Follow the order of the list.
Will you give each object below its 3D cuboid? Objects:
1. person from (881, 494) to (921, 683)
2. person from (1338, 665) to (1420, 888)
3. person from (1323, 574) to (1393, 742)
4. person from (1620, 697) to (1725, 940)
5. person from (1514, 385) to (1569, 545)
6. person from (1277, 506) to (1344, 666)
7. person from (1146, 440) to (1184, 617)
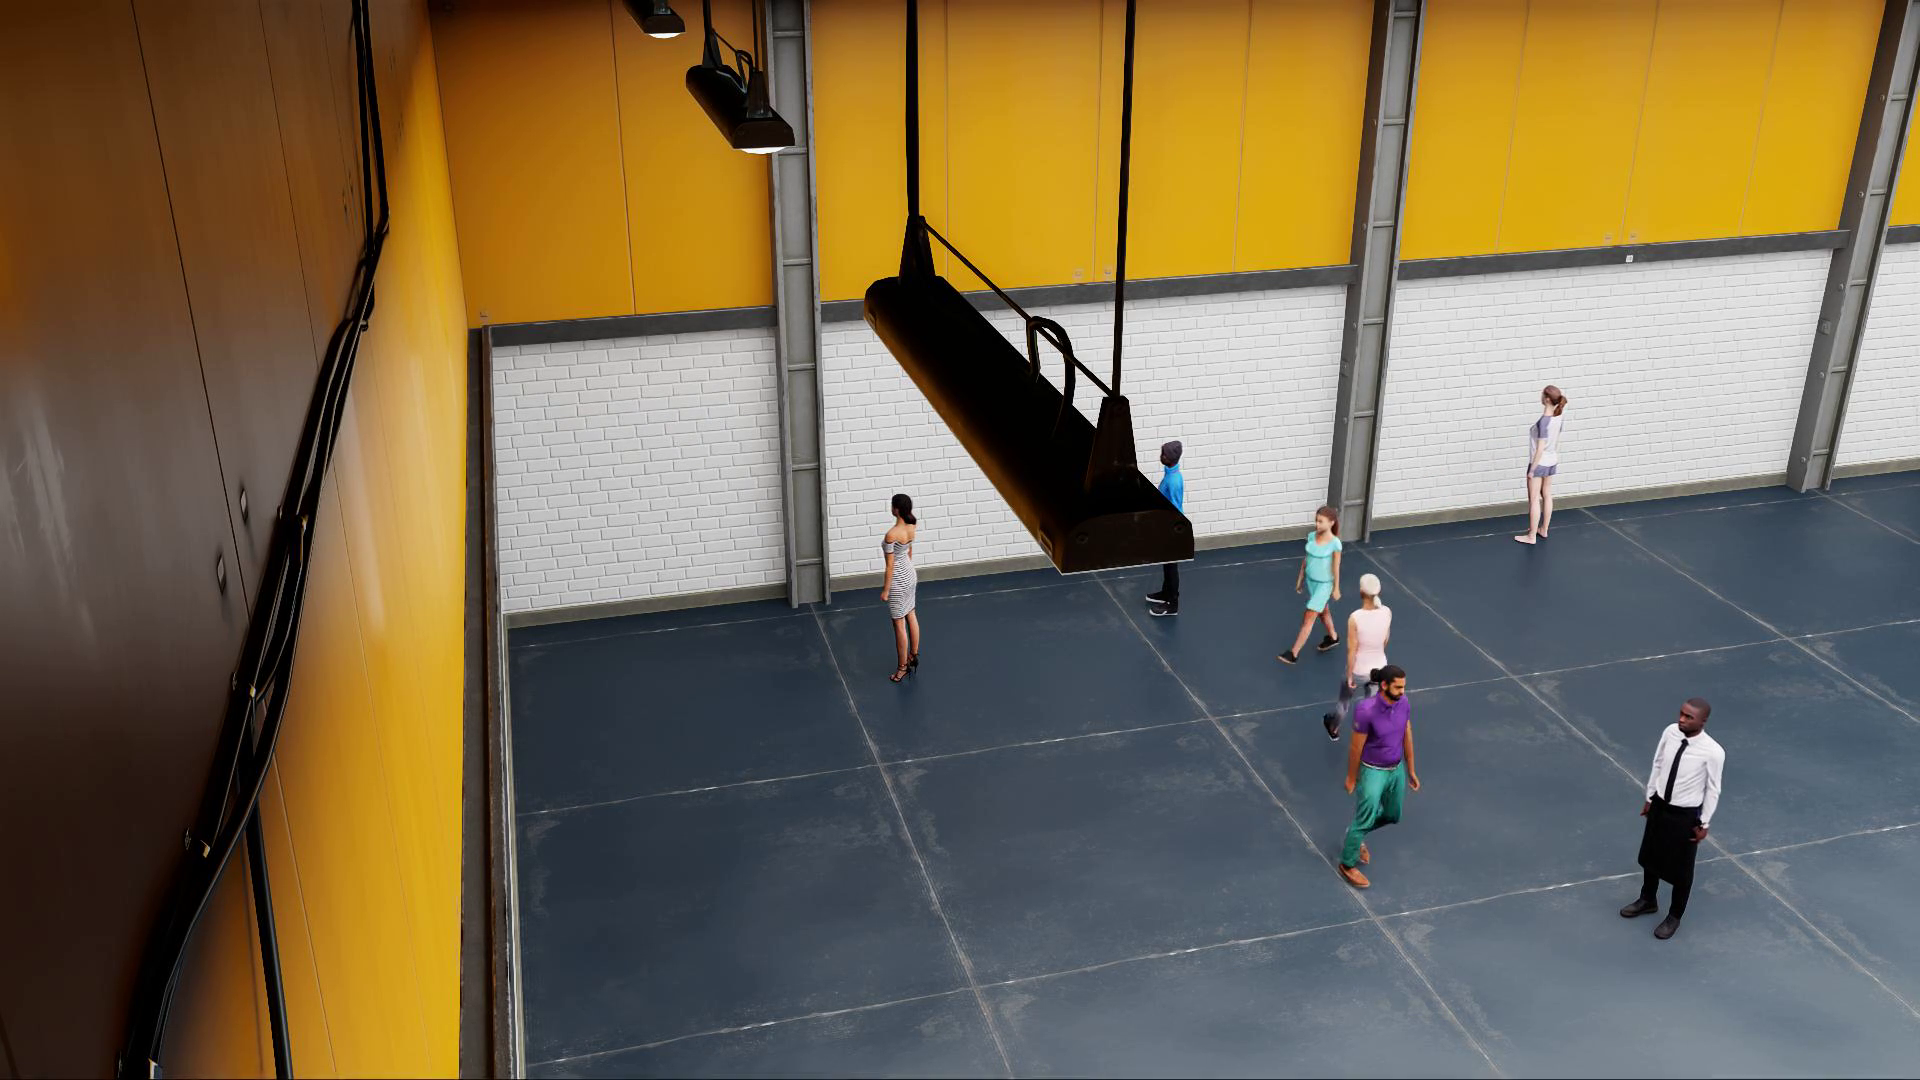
[{"bbox_3d":[-0.519,0.418,15.052,0.730,1.822,0.675,12,26,26],"label":"person"},{"bbox_3d":[3.038,1.678,12.264,0.797,1.747,0.795,-10,25,-21],"label":"person"},{"bbox_3d":[3.359,1.128,13.598,1.038,1.685,0.738,-2,24,-5],"label":"person"},{"bbox_3d":[5.020,1.909,11.624,0.630,1.835,0.703,-14,27,-29],"label":"person"},{"bbox_3d":[6.290,-0.824,17.962,0.613,1.766,0.720,-19,30,-36],"label":"person"},{"bbox_3d":[3.394,0.406,15.469,1.125,1.509,0.747,-14,27,-29],"label":"person"},{"bbox_3d":[2.064,-0.127,16.333,0.608,1.794,0.664,-1,24,-2],"label":"person"}]
